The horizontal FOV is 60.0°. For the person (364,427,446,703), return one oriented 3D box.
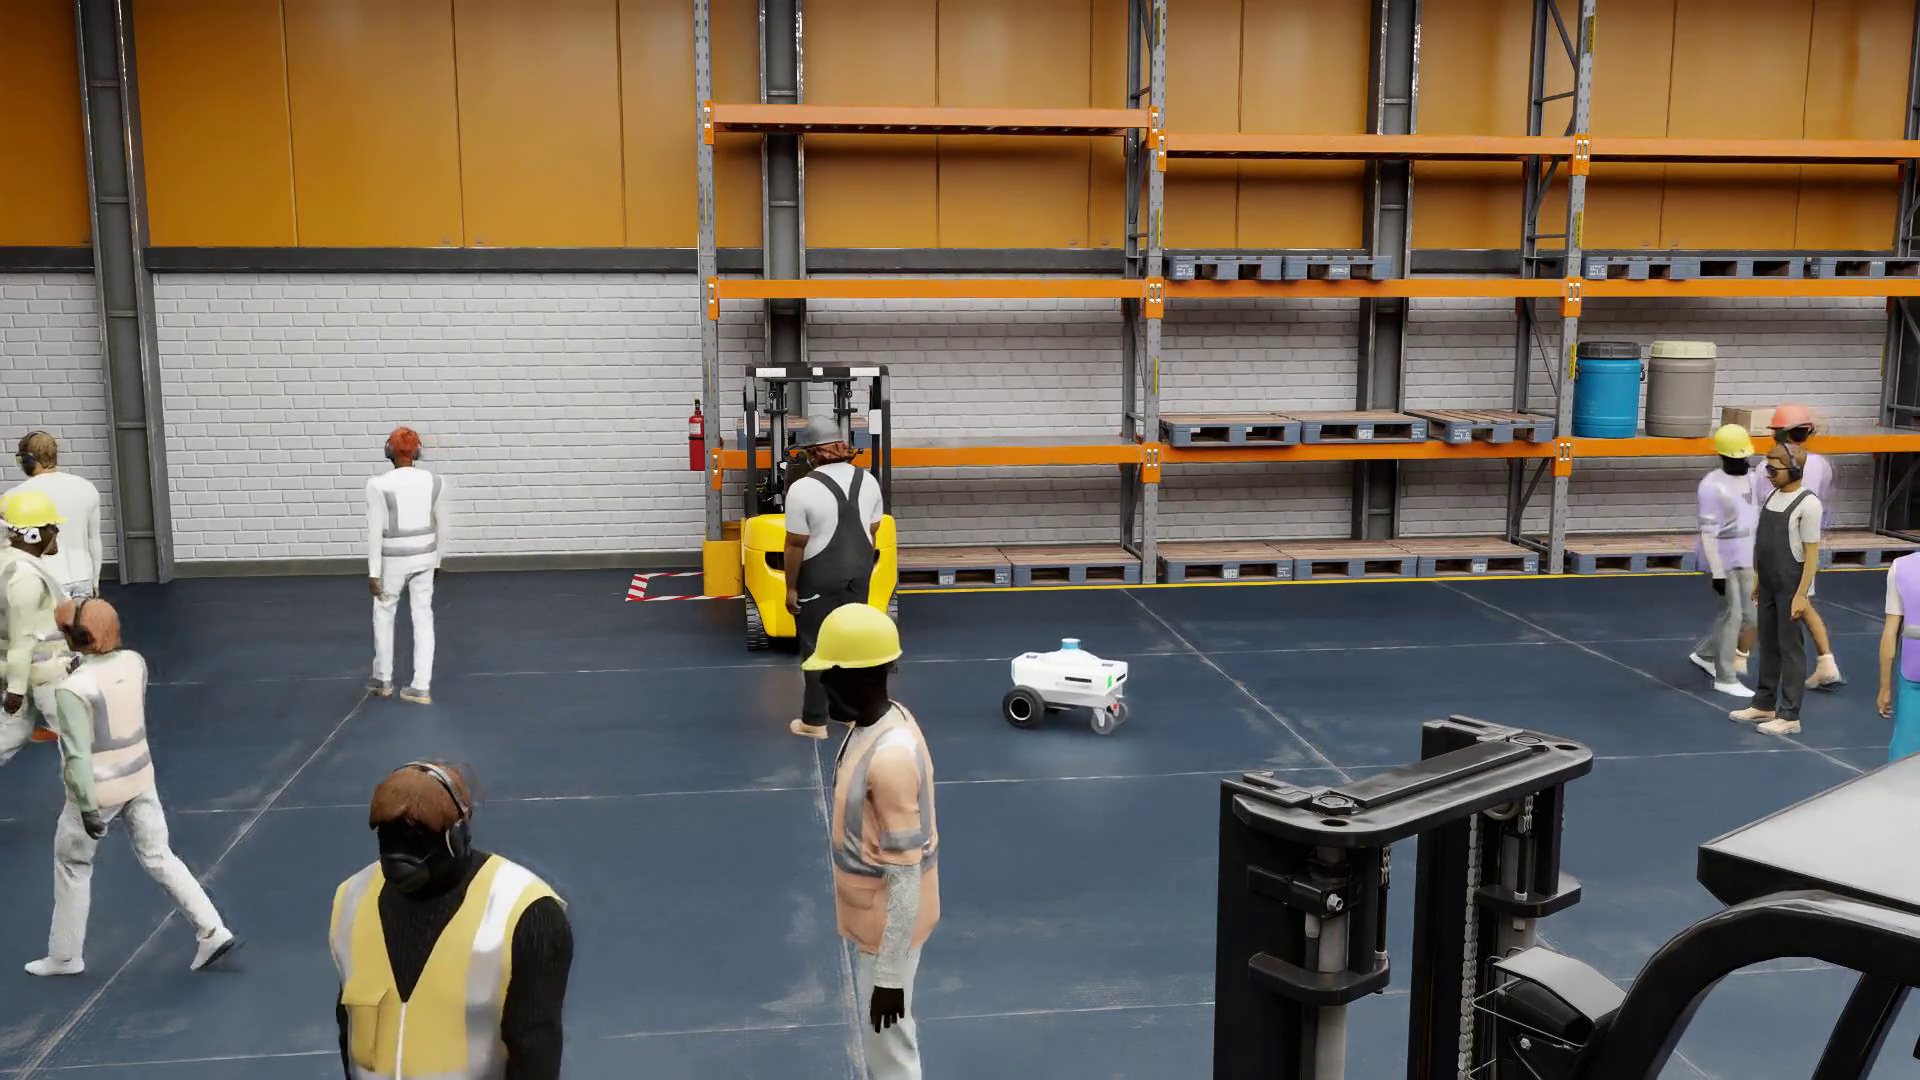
[{"bbox_3d":[-3.821,0.158,11.308,0.596,1.860,0.783,-9,12,-43],"label":"person"}]

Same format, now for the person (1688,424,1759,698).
[{"bbox_3d":[5.237,0.139,11.357,0.639,1.887,0.473,-7,11,-37],"label":"person"}]

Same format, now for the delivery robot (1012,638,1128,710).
[{"bbox_3d":[0.700,0.872,10.610,0.707,0.478,0.477,4,10,24],"label":"delivery robot"}]

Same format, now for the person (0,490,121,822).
[{"bbox_3d":[-4.819,0.637,8.514,0.880,1.803,0.578,-8,12,-40],"label":"person"}]

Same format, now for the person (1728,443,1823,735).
[{"bbox_3d":[5.162,0.303,10.461,0.344,1.839,0.504,-1,9,-7],"label":"person"}]

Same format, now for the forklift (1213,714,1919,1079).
[{"bbox_3d":[1.441,1.425,2.350,1.214,2.155,2.313,-7,12,-39],"label":"forklift"}]

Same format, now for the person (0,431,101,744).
[{"bbox_3d":[-5.582,0.290,10.274,0.377,1.932,0.632,4,10,25],"label":"person"}]

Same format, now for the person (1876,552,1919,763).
[{"bbox_3d":[4.688,0.707,7.936,0.564,1.838,0.388,3,10,18],"label":"person"}]

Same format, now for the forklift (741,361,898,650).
[{"bbox_3d":[-1.154,-0.340,13.365,1.214,2.155,2.313,-1,9,-7],"label":"forklift"}]

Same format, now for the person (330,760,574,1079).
[{"bbox_3d":[-1.189,1.378,3.903,0.624,1.798,0.947,2,9,11],"label":"person"}]

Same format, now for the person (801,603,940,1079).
[{"bbox_3d":[-0.267,1.140,4.989,0.412,1.918,0.644,-2,9,-9],"label":"person"}]

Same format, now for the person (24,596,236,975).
[{"bbox_3d":[-3.418,1.010,6.781,0.825,1.601,0.513,2,9,12],"label":"person"}]

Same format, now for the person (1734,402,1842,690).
[{"bbox_3d":[5.798,0.036,11.641,0.619,2.000,1.003,-3,10,-17],"label":"person"}]

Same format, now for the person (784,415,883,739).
[{"bbox_3d":[-0.840,0.213,10.391,0.680,2.000,0.537,-7,12,-38],"label":"person"}]
